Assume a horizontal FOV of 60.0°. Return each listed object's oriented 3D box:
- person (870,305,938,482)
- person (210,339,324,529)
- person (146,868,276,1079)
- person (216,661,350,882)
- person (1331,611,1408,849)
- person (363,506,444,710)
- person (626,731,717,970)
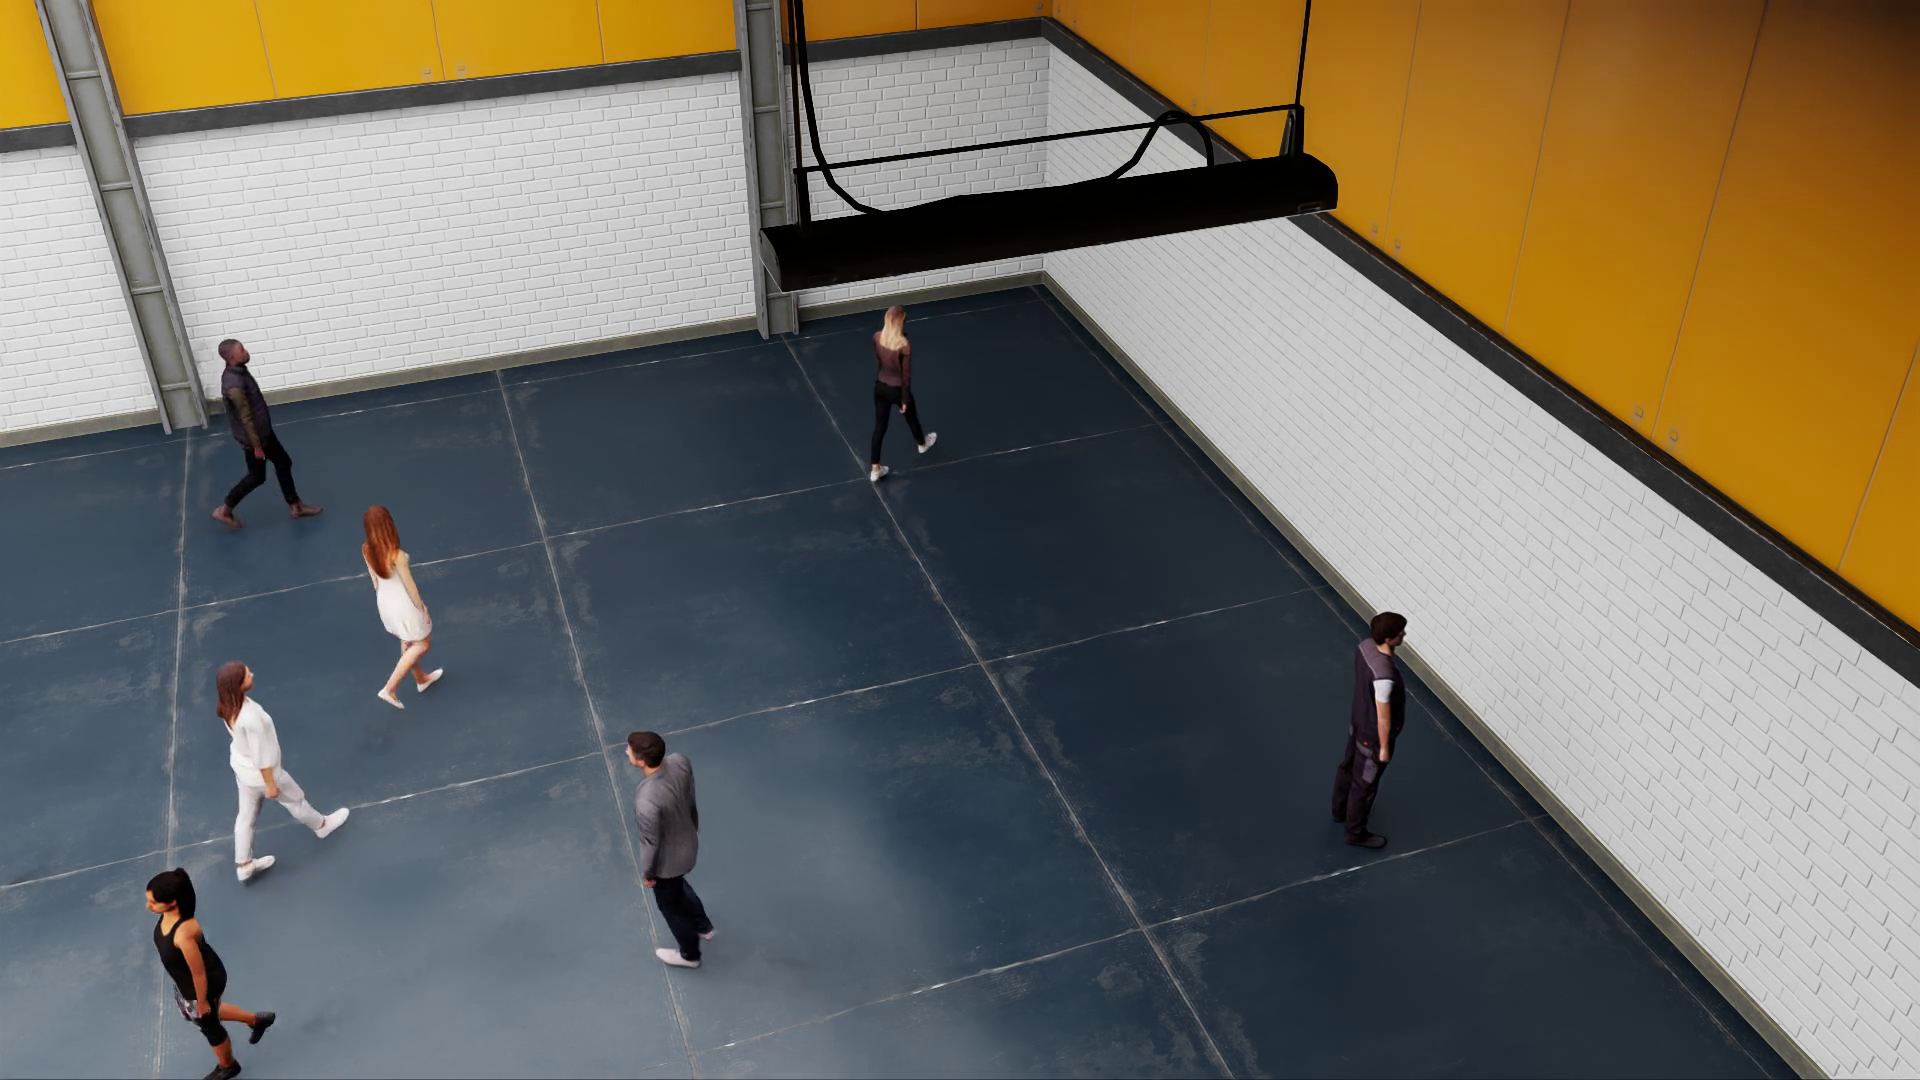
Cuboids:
[{"bbox_3d":[-0.669,-1.299,15.134,1.027,1.653,1.163,20,38,27],"label":"person"},{"bbox_3d":[-6.179,-0.880,14.364,1.137,1.807,0.735,-9,35,-14],"label":"person"},{"bbox_3d":[-4.272,2.457,9.482,0.836,1.653,0.724,-23,40,-30],"label":"person"},{"bbox_3d":[-4.661,1.532,10.882,0.974,1.646,1.152,24,40,31],"label":"person"},{"bbox_3d":[2.743,1.246,11.129,0.659,1.848,0.708,-3,34,-4],"label":"person"},{"bbox_3d":[-4.206,0.532,12.338,0.895,1.699,0.986,17,37,24],"label":"person"},{"bbox_3d":[-1.687,1.910,10.125,0.864,1.854,0.827,10,35,15],"label":"person"}]
